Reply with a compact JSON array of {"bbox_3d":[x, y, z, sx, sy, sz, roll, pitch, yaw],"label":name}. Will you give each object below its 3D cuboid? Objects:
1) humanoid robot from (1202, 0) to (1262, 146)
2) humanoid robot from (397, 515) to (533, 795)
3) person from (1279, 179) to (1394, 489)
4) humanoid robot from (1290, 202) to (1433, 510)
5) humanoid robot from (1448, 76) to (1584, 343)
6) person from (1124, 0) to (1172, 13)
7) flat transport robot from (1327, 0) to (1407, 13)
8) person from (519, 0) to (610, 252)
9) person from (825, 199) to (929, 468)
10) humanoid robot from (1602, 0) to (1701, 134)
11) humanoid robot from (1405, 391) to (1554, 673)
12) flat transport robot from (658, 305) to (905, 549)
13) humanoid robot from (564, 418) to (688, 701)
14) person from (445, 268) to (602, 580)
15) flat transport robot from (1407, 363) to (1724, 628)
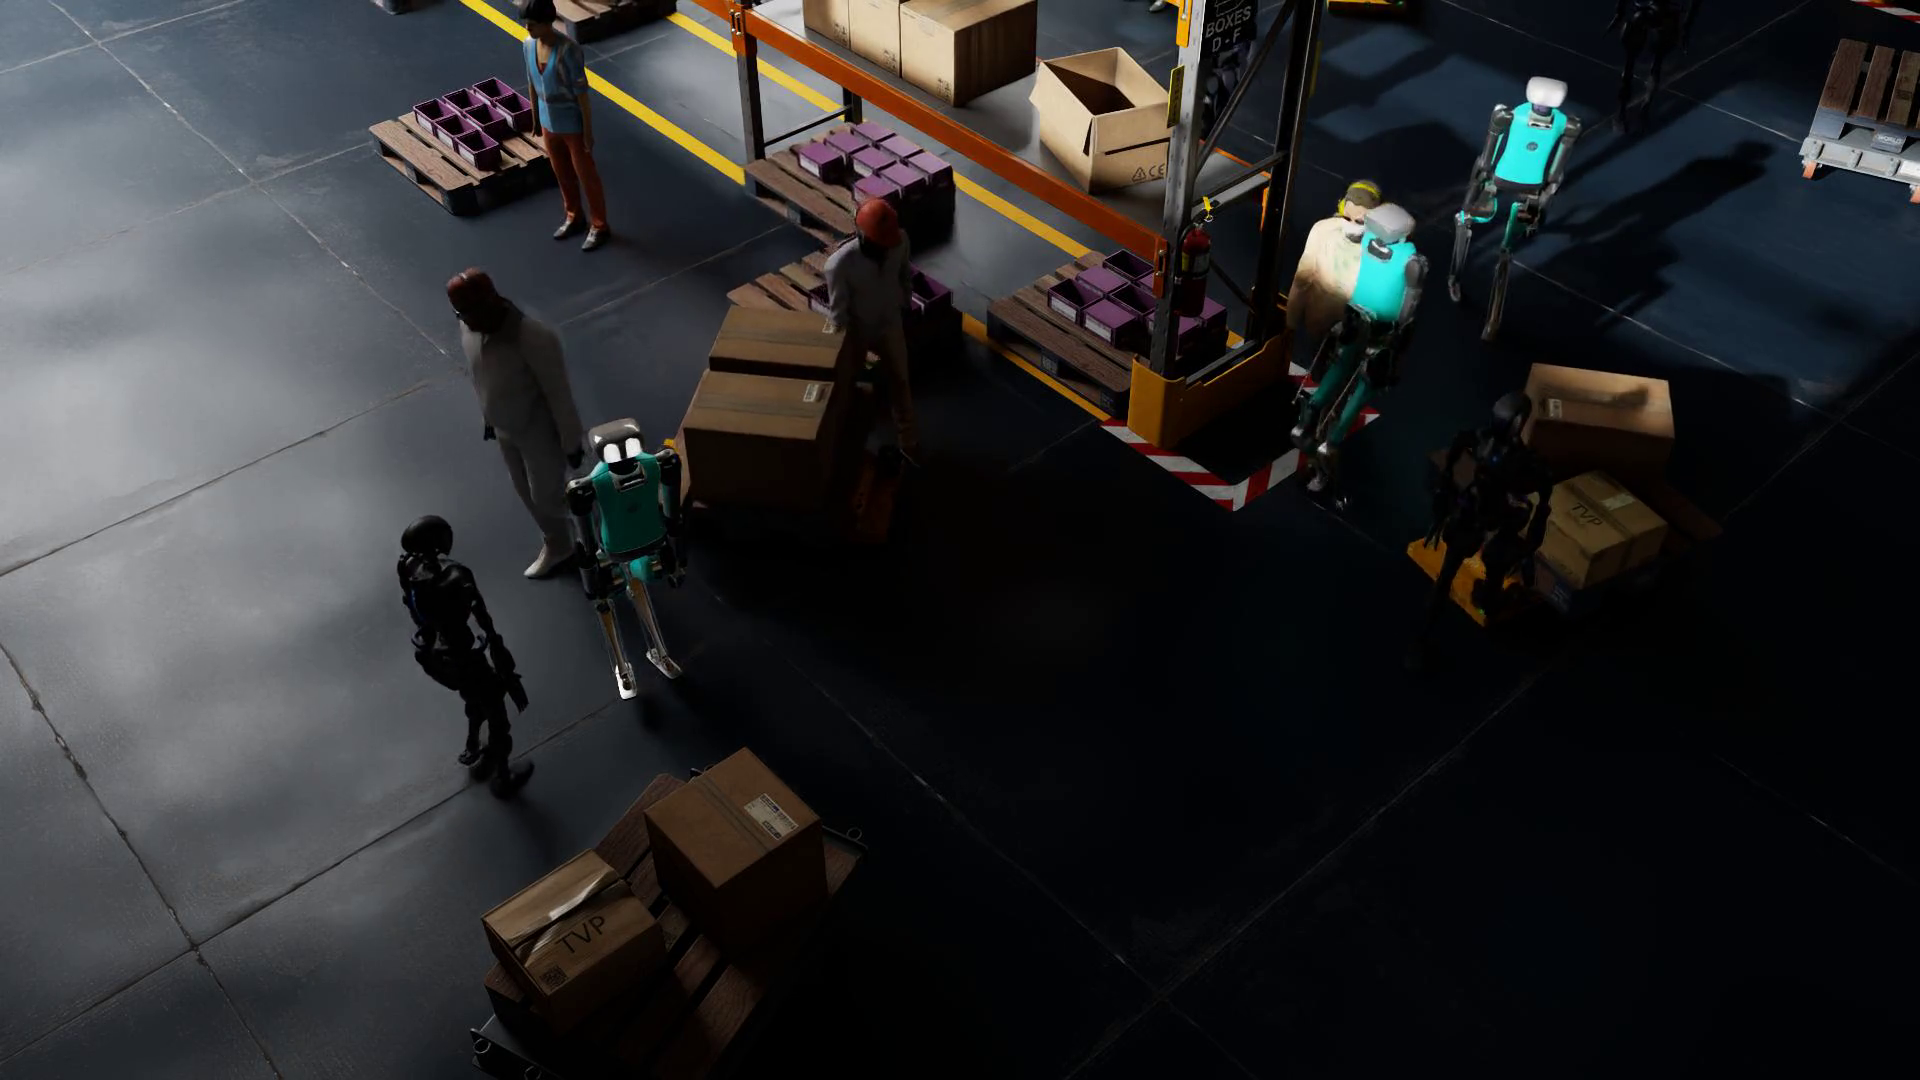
[{"bbox_3d":[1.864,-3.268,11.620,0.600,1.640,0.626,-19,46,-19],"label":"humanoid robot"},{"bbox_3d":[-2.221,0.529,7.472,0.593,1.648,0.332,24,48,23],"label":"humanoid robot"},{"bbox_3d":[2.141,-1.230,9.279,0.582,1.846,0.860,24,48,24],"label":"person"},{"bbox_3d":[2.056,-0.920,9.030,0.743,1.807,0.551,-26,49,-26],"label":"humanoid robot"},{"bbox_3d":[3.414,-2.175,10.392,0.575,1.780,0.859,7,43,8],"label":"humanoid robot"},{"bbox_3d":[1.652,-5.298,13.701,0.381,1.836,0.561,-33,52,-31],"label":"person"},{"bbox_3d":[3.523,-5.013,14.548,0.659,0.231,1.431,4,43,5],"label":"flat transport robot"},{"bbox_3d":[-2.633,-2.758,10.996,0.501,1.759,0.339,20,46,20],"label":"person"},{"bbox_3d":[-0.506,-1.264,9.422,0.605,1.685,0.879,-23,47,-23],"label":"person"},{"bbox_3d":[5.059,-3.787,12.176,0.608,1.648,0.327,11,44,11],"label":"humanoid robot"},{"bbox_3d":[2.578,-0.034,8.120,0.593,1.644,0.669,29,50,28],"label":"humanoid robot"},{"bbox_3d":[-1.073,-0.319,9.442,1.431,0.231,0.659,6,43,6],"label":"flat transport robot"},{"bbox_3d":[-1.611,0.013,7.898,0.533,1.677,0.735,-21,47,-22],"label":"humanoid robot"},{"bbox_3d":[-2.209,-0.596,8.555,0.697,1.875,0.451,28,49,27],"label":"person"},{"bbox_3d":[3.231,-0.004,9.099,1.431,0.231,0.659,-19,46,-19],"label":"flat transport robot"}]
